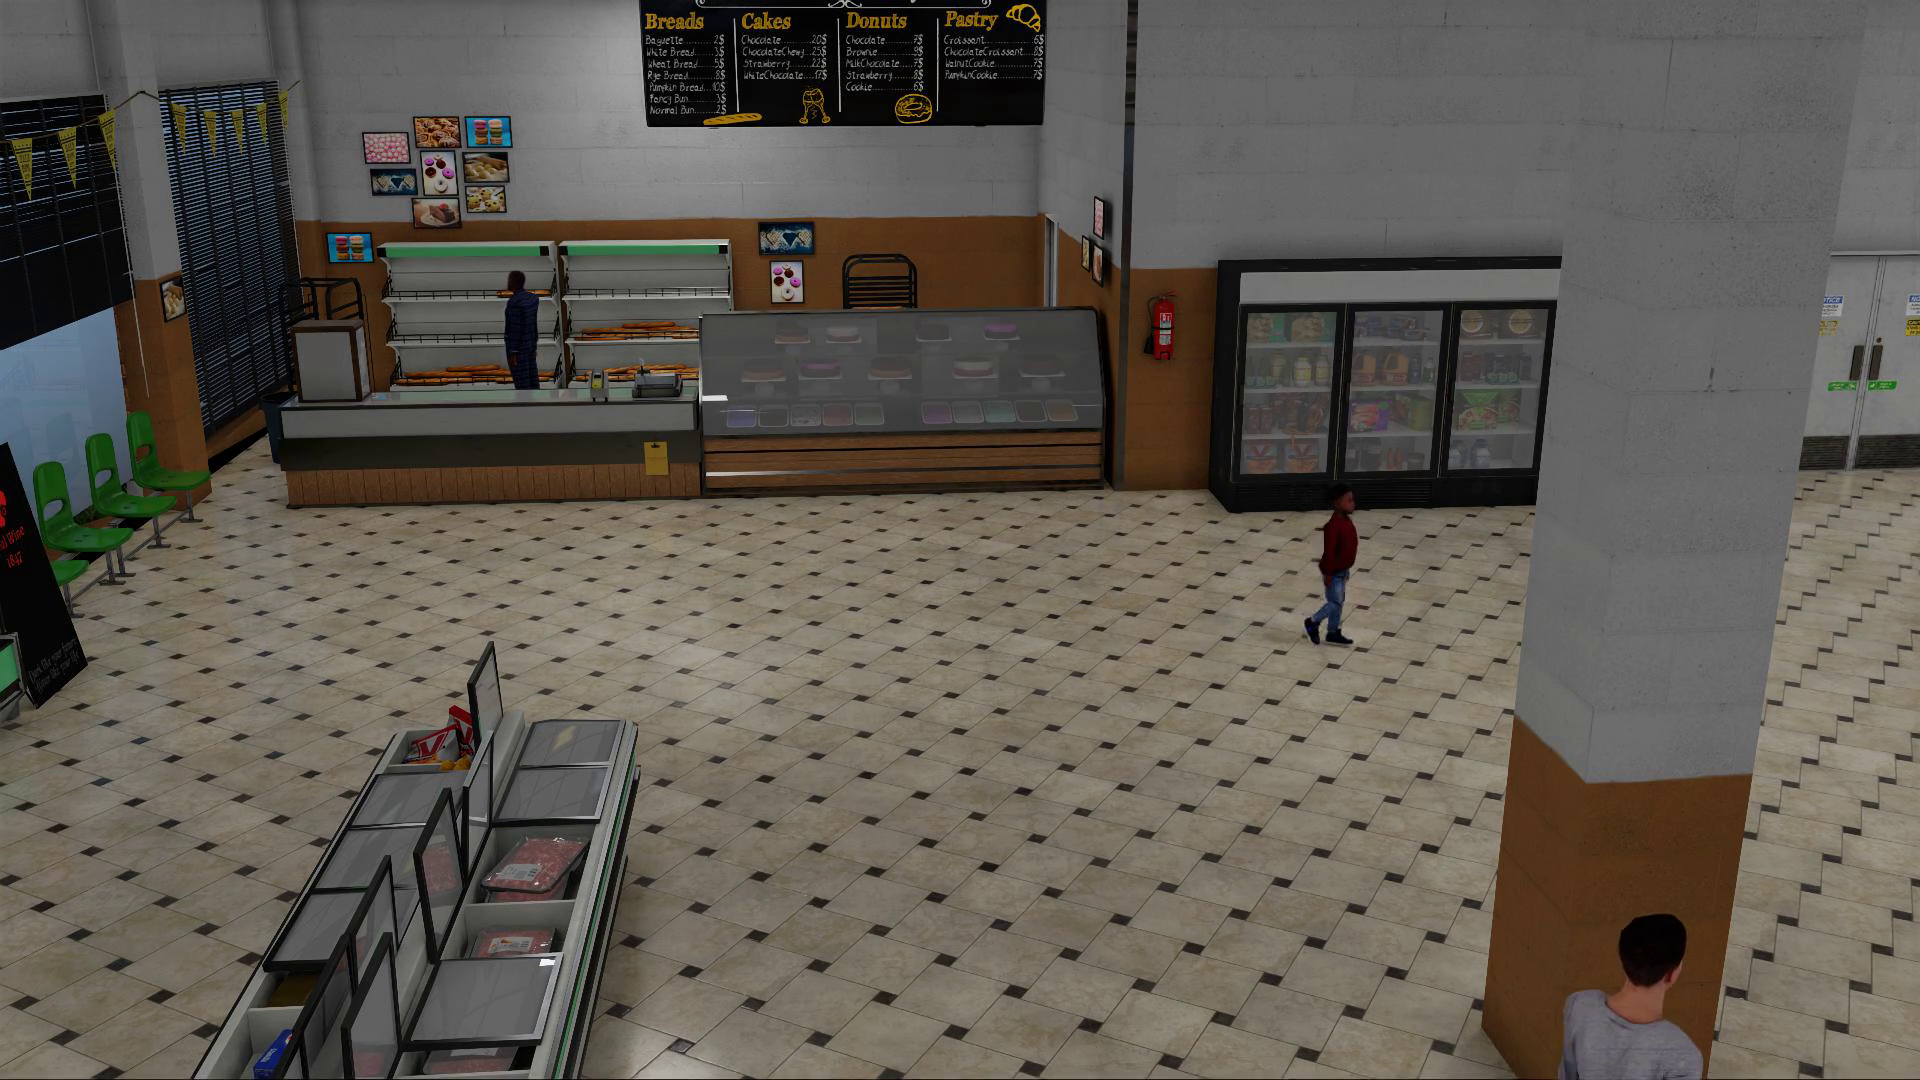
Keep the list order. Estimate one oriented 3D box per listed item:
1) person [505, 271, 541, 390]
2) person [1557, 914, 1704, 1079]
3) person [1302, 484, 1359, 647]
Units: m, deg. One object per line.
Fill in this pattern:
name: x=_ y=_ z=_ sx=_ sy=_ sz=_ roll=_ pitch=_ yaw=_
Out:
person: x=-5.064 y=-2.210 z=19.241 sx=0.828 sy=1.824 sz=0.698 roll=6 pitch=18 yaw=18
person: x=2.009 y=2.052 z=5.227 sx=1.084 sy=1.811 sz=1.144 roll=-13 pitch=21 yaw=-36
person: x=2.729 y=0.195 z=12.316 sx=0.708 sy=1.245 sz=0.650 roll=11 pitch=20 yaw=33
